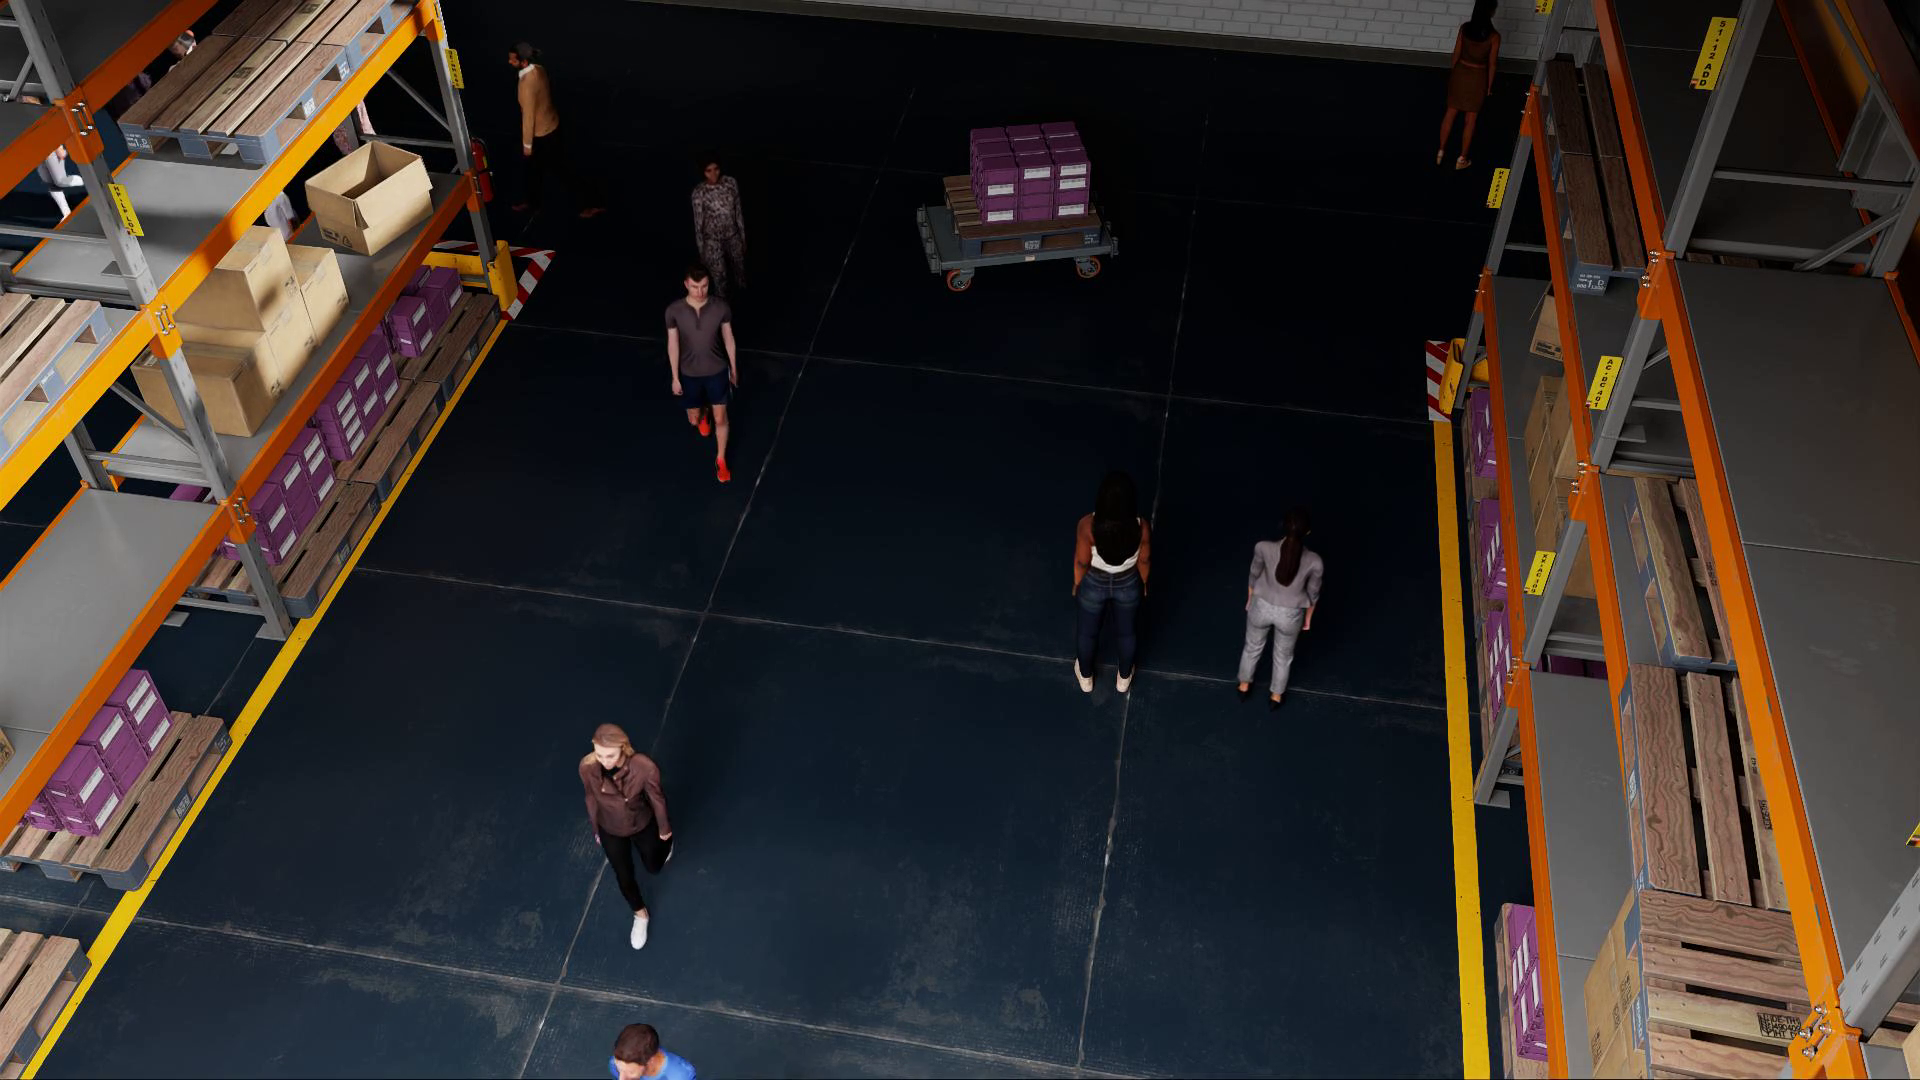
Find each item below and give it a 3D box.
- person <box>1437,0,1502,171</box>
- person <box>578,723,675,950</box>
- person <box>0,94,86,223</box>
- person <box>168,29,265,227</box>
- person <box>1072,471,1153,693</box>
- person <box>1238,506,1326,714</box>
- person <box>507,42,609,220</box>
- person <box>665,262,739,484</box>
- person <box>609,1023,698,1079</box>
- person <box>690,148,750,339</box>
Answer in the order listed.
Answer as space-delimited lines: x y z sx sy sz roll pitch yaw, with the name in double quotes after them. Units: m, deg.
4.718 -4.243 15.421 0.644 1.686 0.646 27 50 26 "person"
-1.837 1.550 9.339 0.674 1.688 0.965 2 44 3 "person"
-8.023 -3.543 14.686 0.755 1.687 0.968 21 47 21 "person"
-6.582 -3.562 14.557 0.795 1.891 0.765 -33 53 -30 "person"
0.958 0.286 10.579 0.671 1.808 0.631 2 44 2 "person"
1.999 0.458 10.495 0.642 1.674 0.612 14 45 14 "person"
-3.584 -3.578 14.698 0.945 1.720 1.172 -4 44 -4 "person"
-1.887 -1.291 12.216 0.839 1.834 1.014 -7 44 -7 "person"
-1.317 2.741 7.968 0.741 1.855 0.787 19 47 19 "person"
-1.961 -2.442 13.518 0.745 1.704 0.806 -20 47 -19 "person"
